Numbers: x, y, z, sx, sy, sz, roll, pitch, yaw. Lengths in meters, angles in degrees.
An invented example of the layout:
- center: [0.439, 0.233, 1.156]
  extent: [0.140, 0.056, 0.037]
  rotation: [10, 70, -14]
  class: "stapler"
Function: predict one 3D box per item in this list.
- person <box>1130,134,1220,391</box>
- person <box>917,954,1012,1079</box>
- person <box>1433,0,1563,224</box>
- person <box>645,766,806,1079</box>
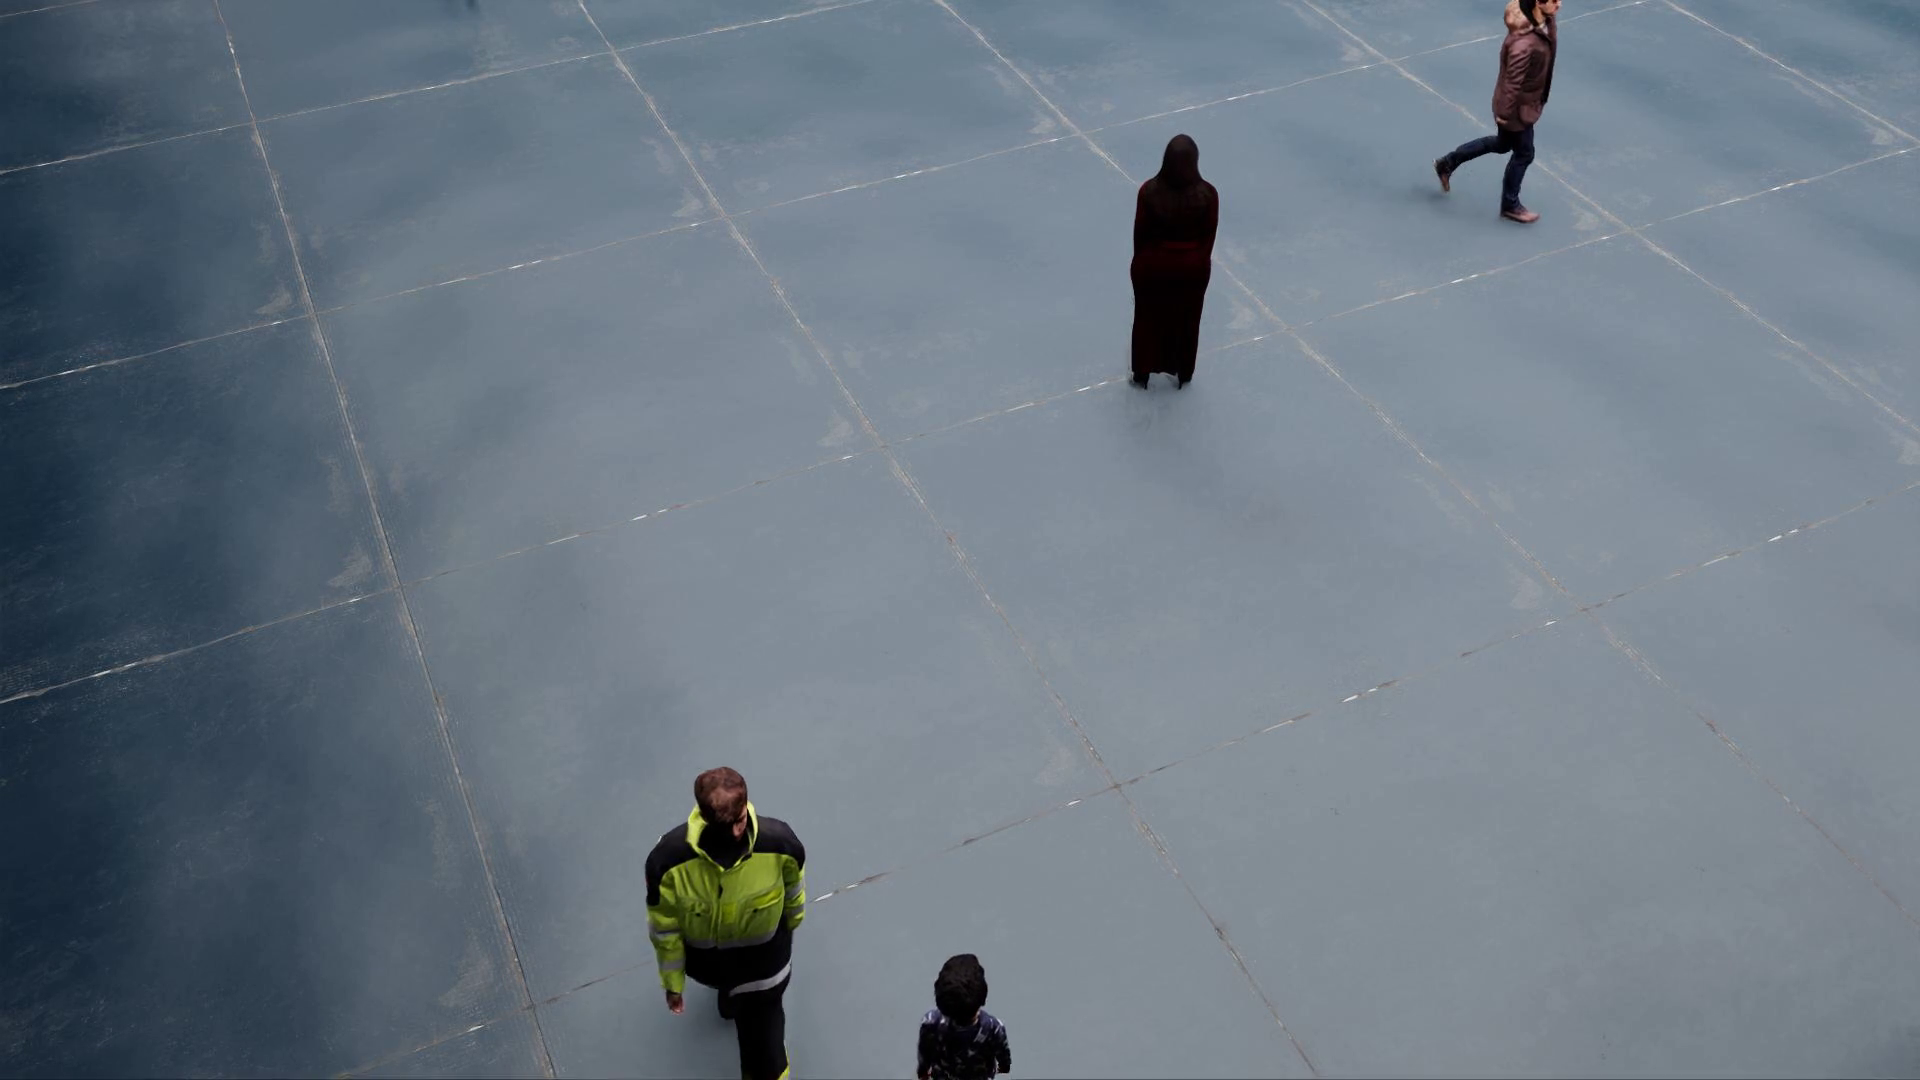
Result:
- center: [1.314, -1.694, 10.315]
  extent: [0.766, 1.756, 0.779]
  rotation: [2, 42, 2]
  class: "person"
- center: [-0.003, 2.113, 6.510]
  extent: [0.686, 1.237, 0.760]
  rotation: [8, 43, 9]
  class: "person"
- center: [3.897, -3.153, 11.878]
  extent: [1.228, 1.815, 1.140]
  rotation: [18, 45, 19]
  class: "person"
- center: [-0.931, 1.502, 6.667]
  extent: [1.028, 1.929, 1.367]
  rotation: [-5, 43, -6]
  class: "person"
